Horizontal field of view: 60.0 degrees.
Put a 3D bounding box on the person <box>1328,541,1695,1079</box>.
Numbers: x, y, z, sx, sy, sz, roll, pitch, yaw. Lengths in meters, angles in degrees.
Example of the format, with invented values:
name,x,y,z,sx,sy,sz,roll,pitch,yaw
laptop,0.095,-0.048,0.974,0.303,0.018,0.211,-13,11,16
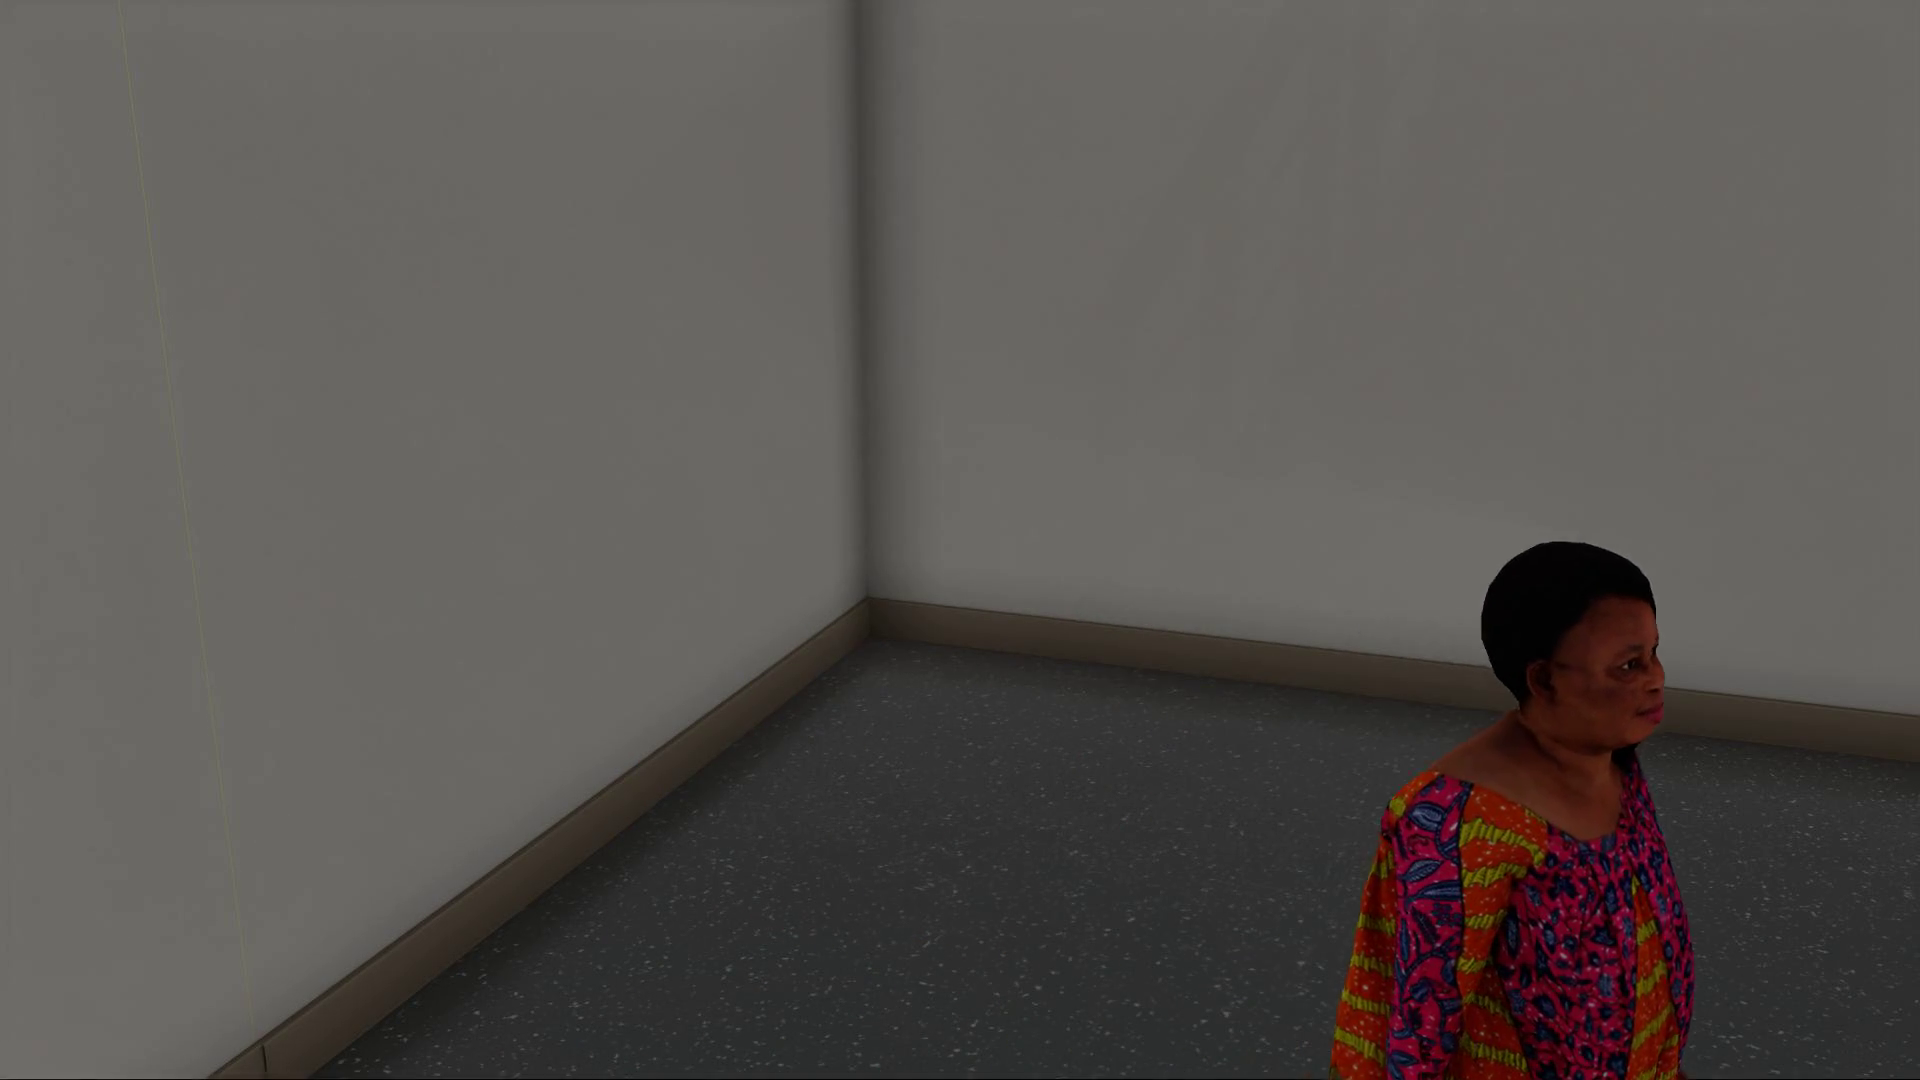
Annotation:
name,x,y,z,sx,sy,sz,roll,pitch,yaw
person,0.766,0.777,2.476,0.903,1.670,1.003,13,20,38
